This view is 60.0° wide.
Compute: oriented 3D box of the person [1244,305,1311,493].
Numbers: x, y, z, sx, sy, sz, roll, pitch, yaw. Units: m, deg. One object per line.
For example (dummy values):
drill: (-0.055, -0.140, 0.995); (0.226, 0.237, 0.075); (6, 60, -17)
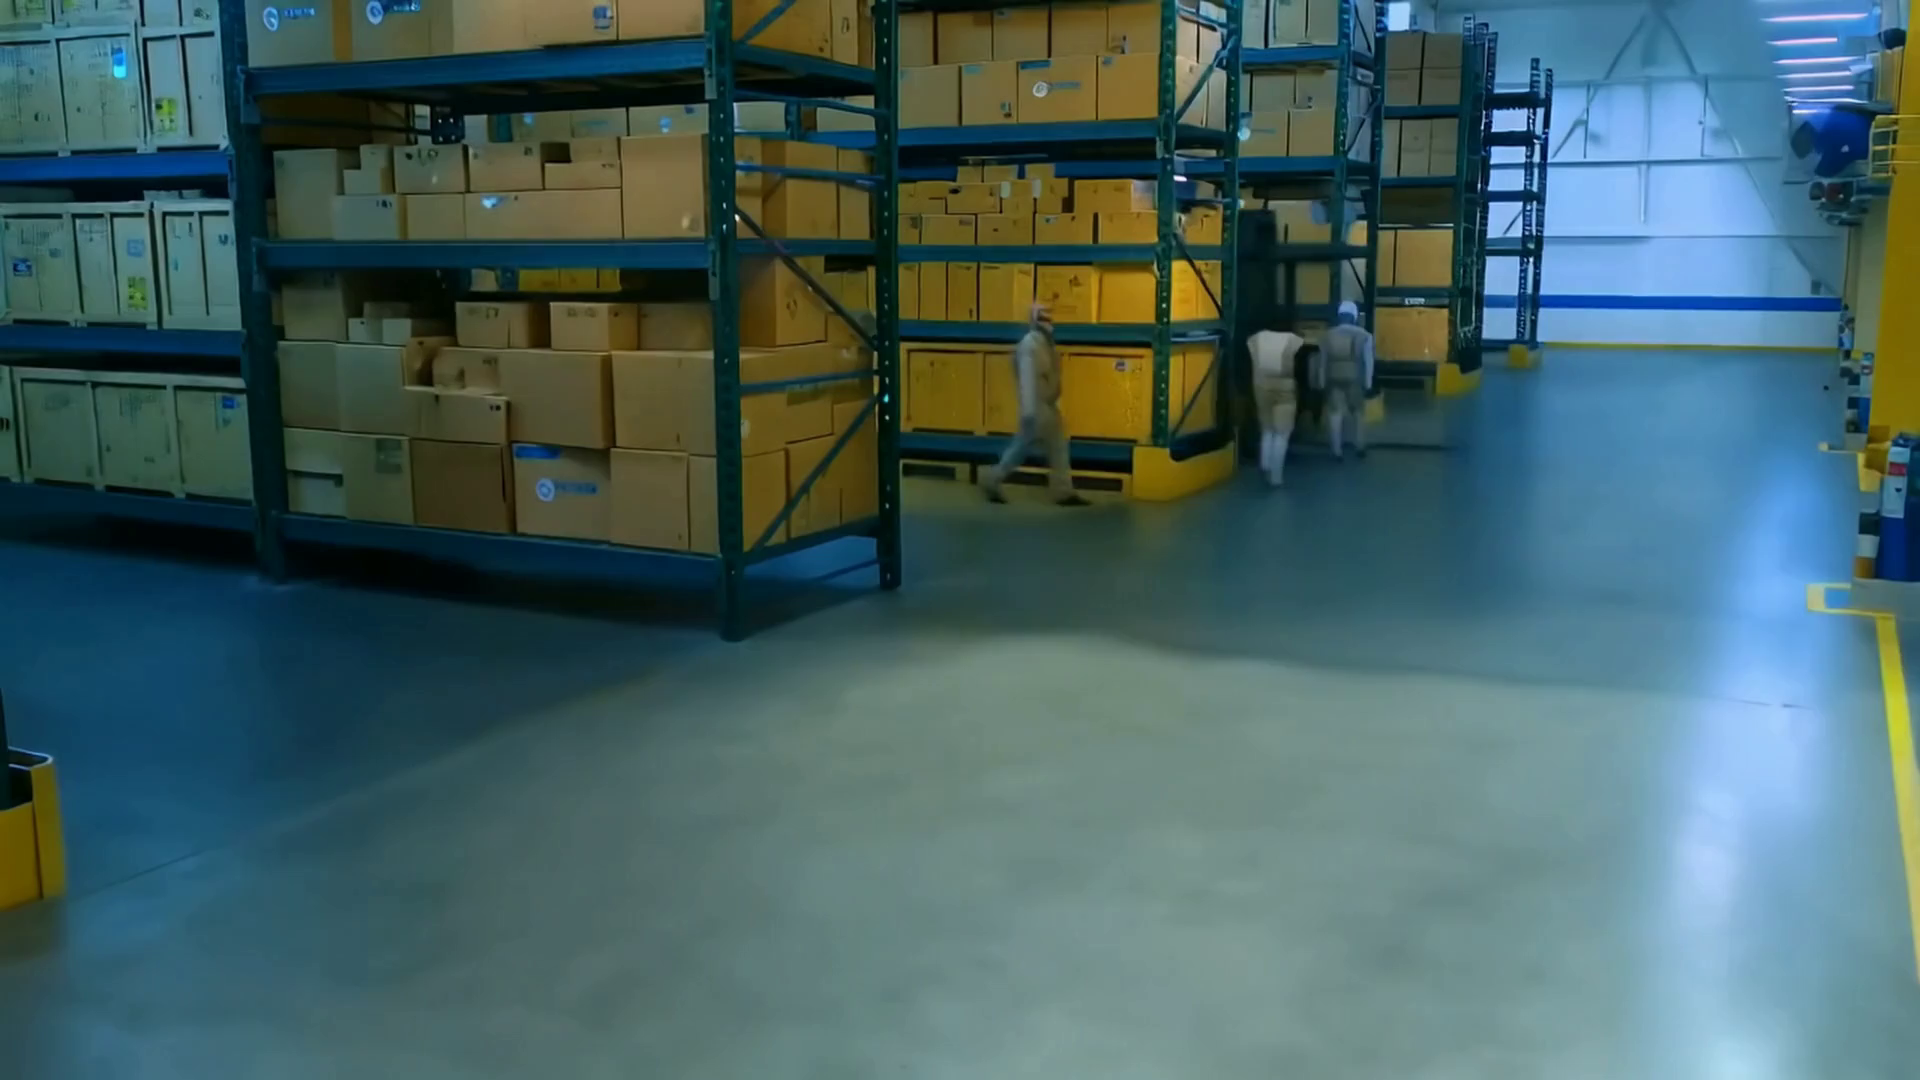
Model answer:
person: (3.129, -1.378, 16.275); (0.665, 1.822, 0.545); (7, 12, 36)

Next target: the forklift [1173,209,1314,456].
forklift: (3.385, -2.458, 19.479); (1.873, 2.768, 1.129); (5, 11, 27)

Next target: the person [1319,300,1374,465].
person: (4.314, -1.750, 18.474); (0.623, 1.802, 0.751); (5, 11, 26)

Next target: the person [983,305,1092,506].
person: (0.687, -1.235, 15.348); (0.974, 1.864, 0.641); (5, 11, 25)
